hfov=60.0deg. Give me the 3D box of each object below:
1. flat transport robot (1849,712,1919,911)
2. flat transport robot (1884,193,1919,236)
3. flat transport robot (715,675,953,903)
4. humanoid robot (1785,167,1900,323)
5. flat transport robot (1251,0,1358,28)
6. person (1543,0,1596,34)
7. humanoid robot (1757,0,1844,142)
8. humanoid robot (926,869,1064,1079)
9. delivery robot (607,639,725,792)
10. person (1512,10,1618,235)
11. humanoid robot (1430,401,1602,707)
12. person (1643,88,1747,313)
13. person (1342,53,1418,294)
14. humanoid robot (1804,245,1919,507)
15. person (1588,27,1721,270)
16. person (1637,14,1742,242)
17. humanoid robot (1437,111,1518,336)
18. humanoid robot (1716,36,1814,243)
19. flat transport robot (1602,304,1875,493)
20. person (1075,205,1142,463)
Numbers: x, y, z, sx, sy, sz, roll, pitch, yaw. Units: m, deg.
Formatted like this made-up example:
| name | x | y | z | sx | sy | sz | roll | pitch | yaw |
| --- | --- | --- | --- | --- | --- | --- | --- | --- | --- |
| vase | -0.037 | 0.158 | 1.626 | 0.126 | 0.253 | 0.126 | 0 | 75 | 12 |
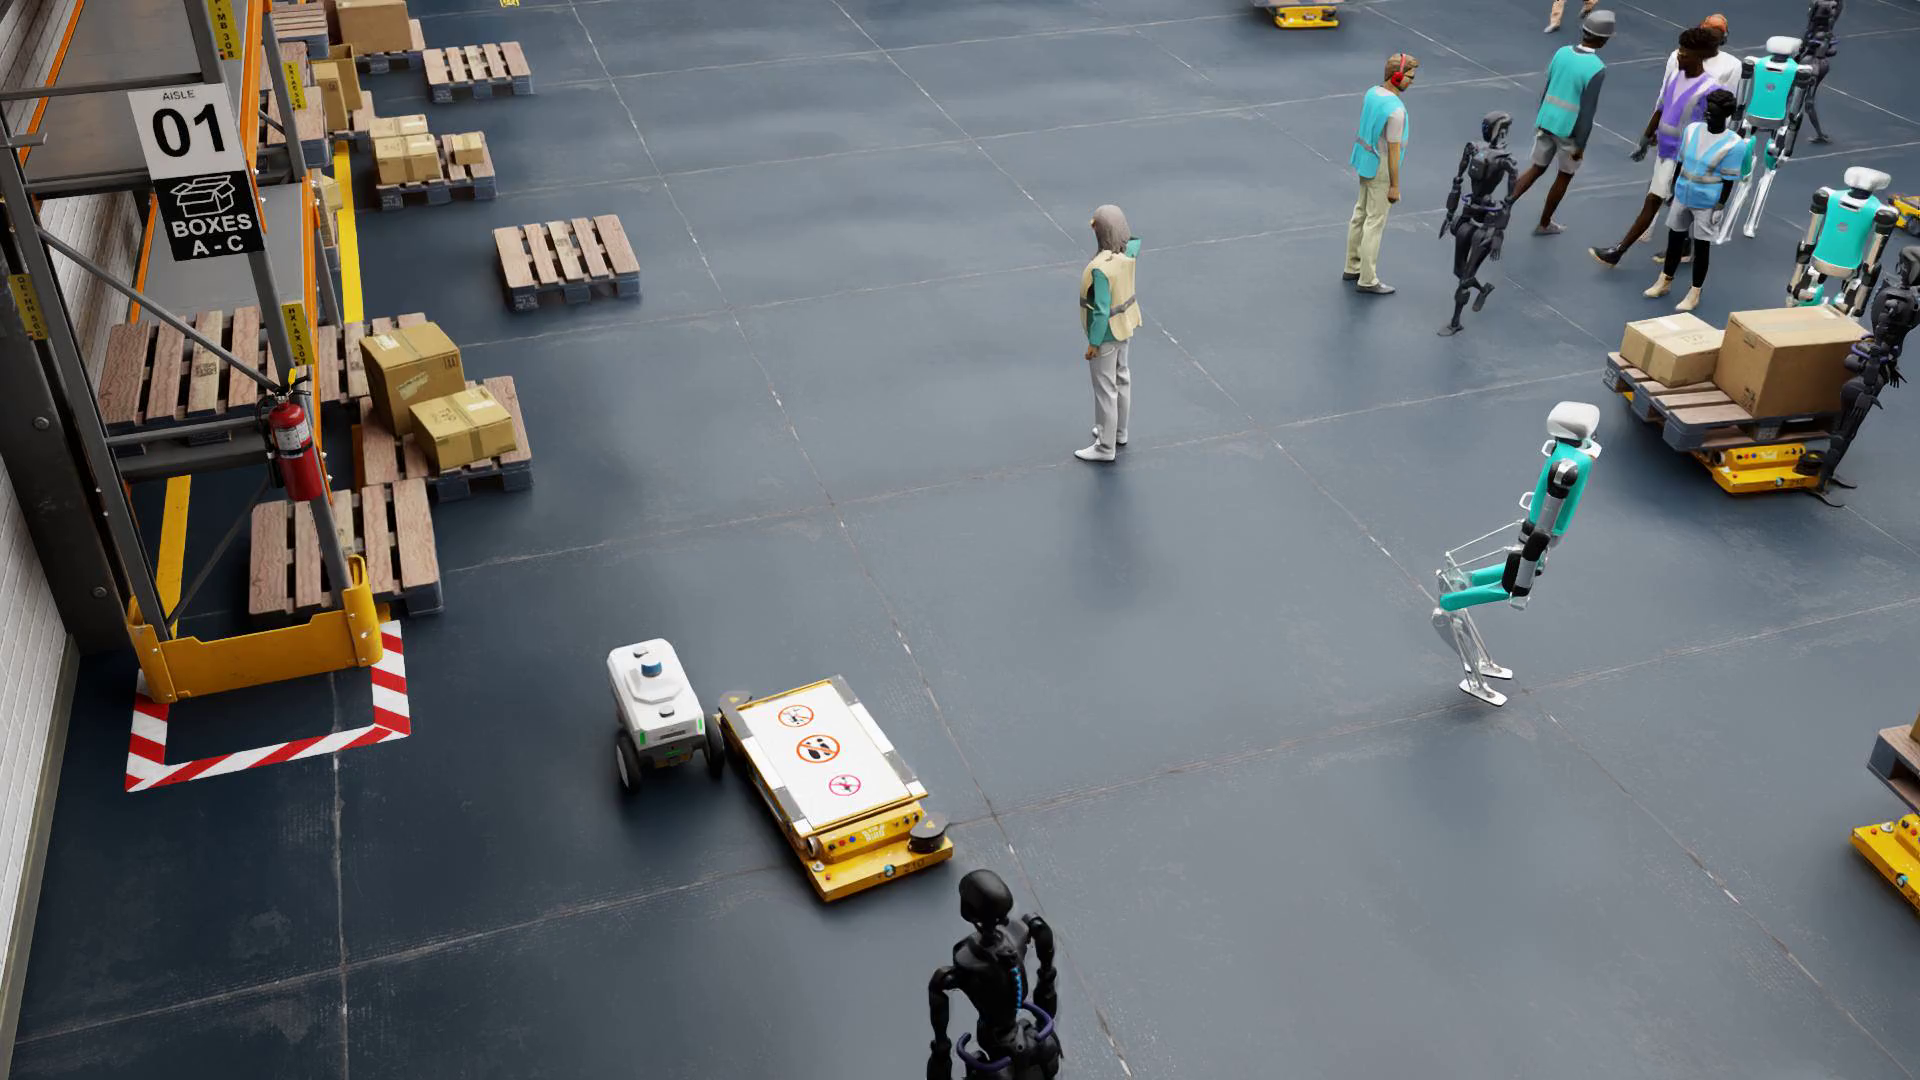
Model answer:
| name | x | y | z | sx | sy | sz | roll | pitch | yaw |
| --- | --- | --- | --- | --- | --- | --- | --- | --- | --- |
| flat transport robot | 4.956 | 1.431 | 7.664 | 1.431 | 0.231 | 0.659 | -8 | 34 | -12 |
| flat transport robot | 8.407 | -2.551 | 13.771 | 0.659 | 0.231 | 1.431 | -10 | 35 | -15 |
| flat transport robot | -0.645 | 1.146 | 8.100 | 0.659 | 0.231 | 1.431 | -16 | 36 | -22 |
| humanoid robot | 5.845 | -1.633 | 11.059 | 0.670 | 1.841 | 0.543 | -26 | 41 | -33 |
| flat transport robot | 3.915 | -6.294 | 19.512 | 0.659 | 0.231 | 1.431 | -3 | 33 | -5 |
| person | 6.981 | -6.548 | 18.660 | 0.755 | 1.632 | 0.474 | -26 | 41 | -34 |
| humanoid robot | 8.021 | -4.538 | 15.572 | 0.638 | 1.641 | 0.602 | 5 | 33 | 8 |
| humanoid robot | 0.143 | 1.823 | 5.782 | 0.594 | 1.640 | 0.410 | -25 | 41 | -33 |
| delivery robot | -1.503 | 0.858 | 8.296 | 0.502 | 0.611 | 0.782 | -13 | 35 | -19 |
| person | 4.850 | -3.339 | 13.495 | 0.643 | 1.902 | 0.580 | -17 | 37 | -25 |
| humanoid robot | 2.695 | 0.032 | 8.343 | 0.735 | 1.677 | 0.533 | 17 | 37 | 24 |
| person | 5.528 | -2.548 | 12.465 | 0.316 | 1.692 | 0.533 | -18 | 37 | -25 |
| person | 3.184 | -2.793 | 12.706 | 0.392 | 1.837 | 0.563 | -6 | 34 | -8 |
| humanoid robot | 5.561 | -1.013 | 10.113 | 0.315 | 1.653 | 0.599 | 27 | 42 | 35 |
| person | 5.512 | -3.042 | 13.013 | 0.995 | 1.911 | 0.624 | -3 | 33 | -5 |
| person | 5.892 | -3.306 | 13.455 | 0.573 | 1.879 | 0.358 | 18 | 37 | 25 |
| humanoid robot | 3.825 | -2.340 | 12.192 | 0.722 | 1.632 | 0.587 | -19 | 38 | -27 |
| humanoid robot | 6.528 | -3.259 | 13.491 | 0.538 | 1.768 | 0.770 | 21 | 39 | 29 |
| flat transport robot | 5.037 | -0.767 | 11.035 | 0.659 | 0.231 | 1.431 | -5 | 33 | -8 |
| person | 0.952 | -1.293 | 10.520 | 0.368 | 1.710 | 0.468 | 16 | 36 | 23 |
